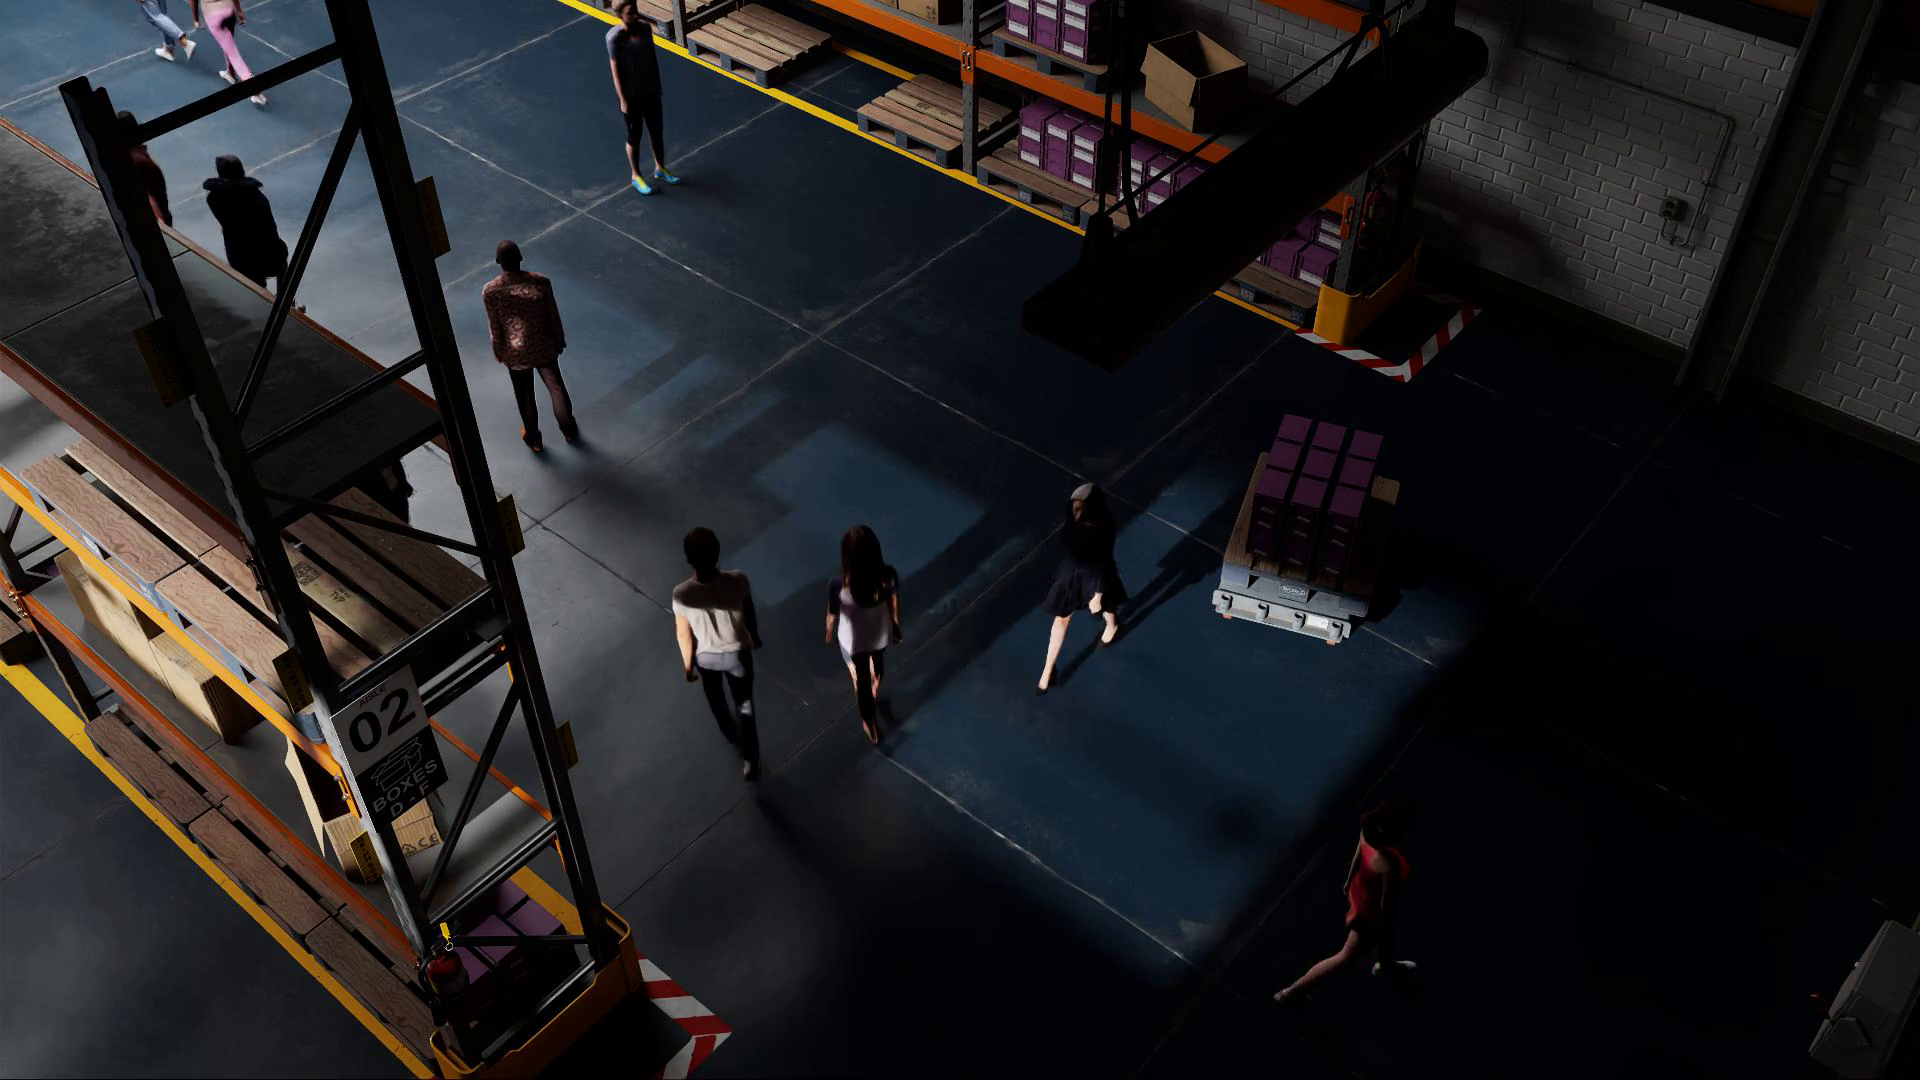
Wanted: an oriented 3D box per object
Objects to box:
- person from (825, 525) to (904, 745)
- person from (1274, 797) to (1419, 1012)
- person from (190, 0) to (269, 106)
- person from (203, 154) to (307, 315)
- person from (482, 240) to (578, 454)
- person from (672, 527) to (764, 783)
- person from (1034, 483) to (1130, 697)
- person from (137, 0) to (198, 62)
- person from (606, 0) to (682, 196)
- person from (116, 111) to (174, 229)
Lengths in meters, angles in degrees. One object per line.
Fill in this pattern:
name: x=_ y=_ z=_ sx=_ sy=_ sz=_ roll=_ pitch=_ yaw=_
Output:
person: x=-0.559 y=0.654 z=10.303 sx=0.819 sy=1.716 sz=0.909 roll=-14 pitch=45 yaw=-14
person: x=2.127 y=1.982 z=8.910 sx=1.114 sy=1.714 sz=1.085 roll=-4 pitch=44 yaw=-4
person: x=-7.218 y=-5.080 z=16.337 sx=1.138 sy=1.695 sz=0.593 roll=32 pitch=52 yaw=29
person: x=-5.757 y=-2.326 z=13.469 sx=0.807 sy=1.665 sz=0.875 roll=1 pitch=44 yaw=1
person: x=-3.225 y=-1.449 z=12.444 sx=0.779 sy=1.808 sz=0.753 roll=-17 pitch=46 yaw=-17
person: x=-1.435 y=0.717 z=10.125 sx=1.092 sy=1.871 sz=1.256 roll=-11 pitch=45 yaw=-11
person: x=0.882 y=0.211 z=10.778 sx=0.709 sy=1.702 sz=1.060 roll=-30 pitch=51 yaw=-28
person: x=-8.177 y=-5.635 z=16.910 sx=0.981 sy=1.709 sz=0.737 roll=21 pitch=48 yaw=21
person: x=-2.948 y=-4.075 z=15.142 sx=0.608 sy=1.888 sz=0.677 roll=33 pitch=53 yaw=30
person: x=-6.664 y=-2.641 z=13.733 sx=0.889 sy=1.756 sz=0.511 roll=-23 pitch=48 yaw=-23
